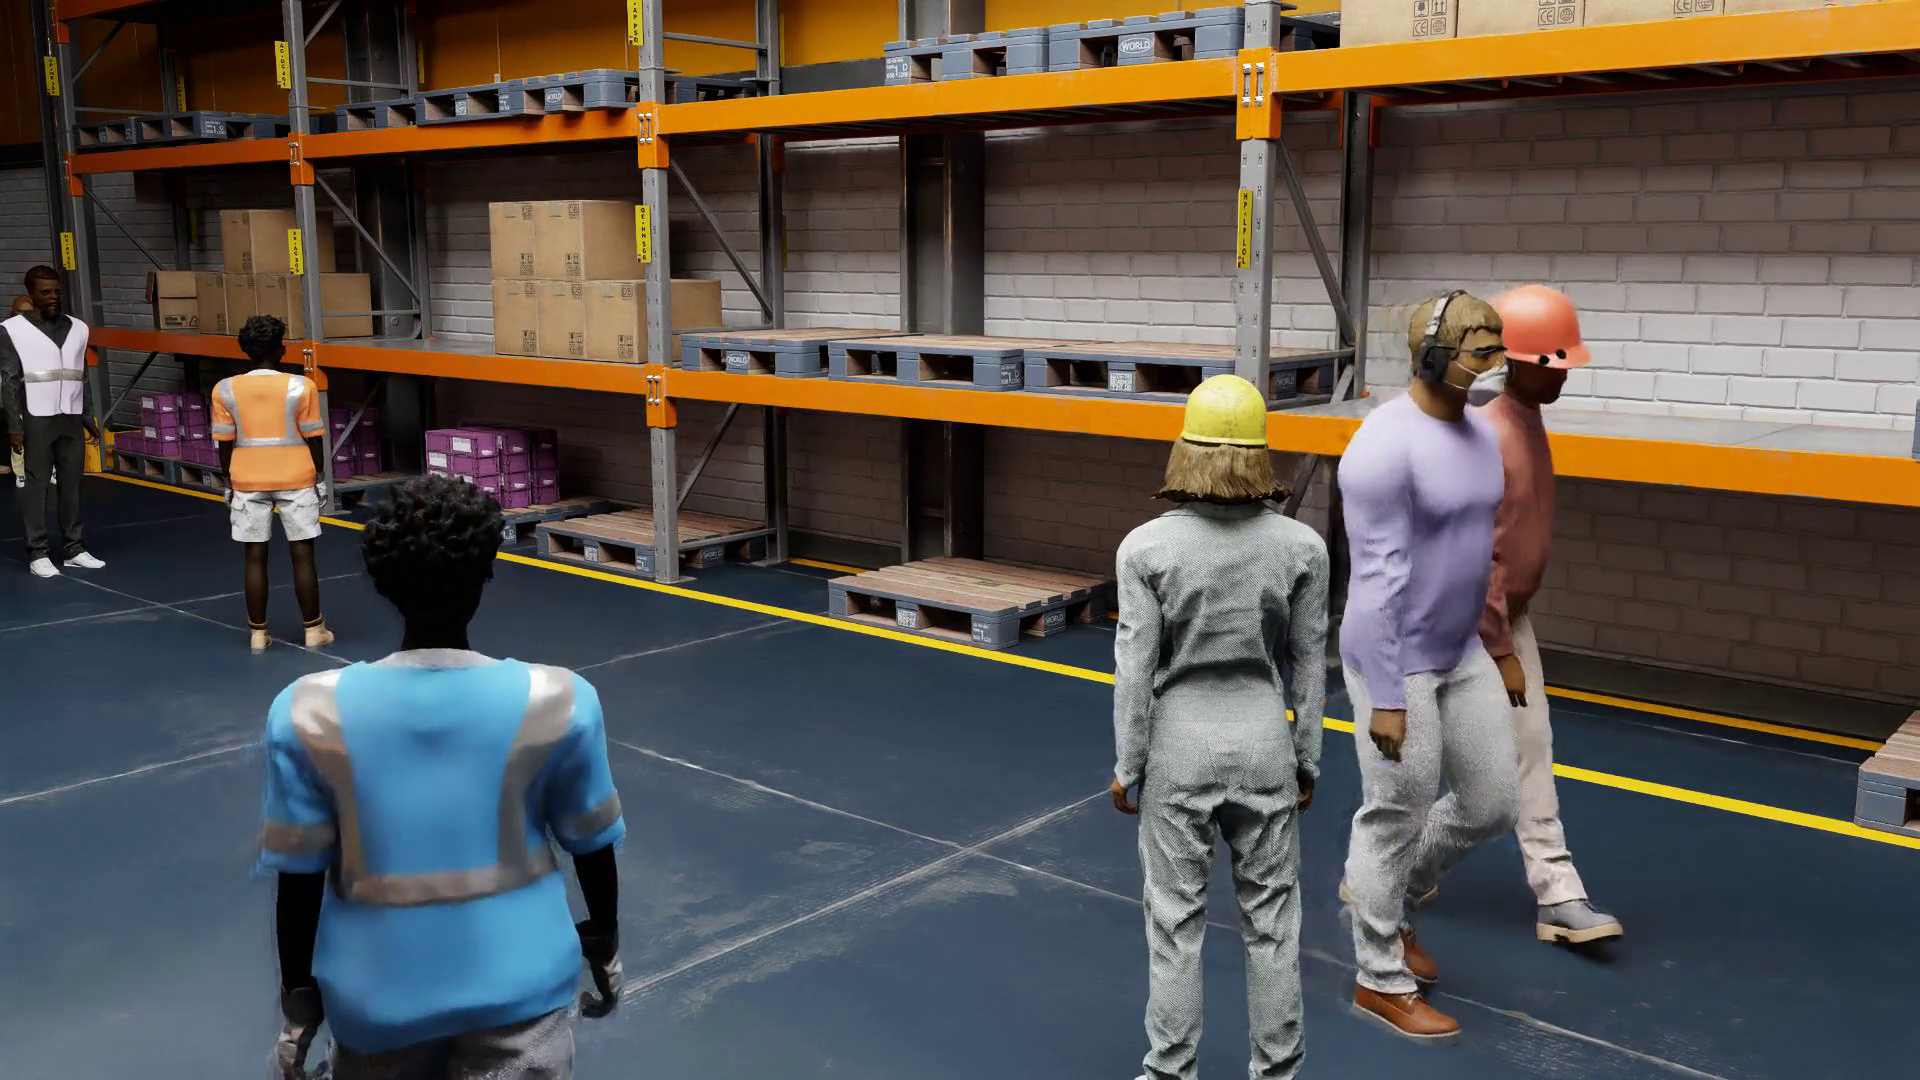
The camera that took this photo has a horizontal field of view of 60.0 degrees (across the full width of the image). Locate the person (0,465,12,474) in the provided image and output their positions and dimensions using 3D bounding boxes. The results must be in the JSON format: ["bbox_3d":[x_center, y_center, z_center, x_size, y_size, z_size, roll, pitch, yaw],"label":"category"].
[{"bbox_3d":[-8.689,-1.563,14.679,0.536,2.000,0.683,0,10,0],"label":"person"}]

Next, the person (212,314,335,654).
[{"bbox_3d":[-3.424,-0.271,8.308,0.529,1.694,0.321,-2,10,-9],"label":"person"}]

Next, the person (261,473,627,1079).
[{"bbox_3d":[-0.831,0.714,2.796,0.550,1.655,0.831,-2,10,-9],"label":"person"}]

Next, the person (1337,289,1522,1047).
[{"bbox_3d":[1.189,0.334,4.229,0.629,1.927,0.434,-9,13,-41],"label":"person"}]

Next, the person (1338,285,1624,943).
[{"bbox_3d":[1.535,0.228,4.844,0.863,1.923,0.644,9,13,41],"label":"person"}]

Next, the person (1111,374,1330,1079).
[{"bbox_3d":[0.583,0.497,3.800,0.492,1.742,0.324,-1,10,-5],"label":"person"}]

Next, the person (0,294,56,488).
[{"bbox_3d":[-7.904,-1.268,14.157,0.279,1.633,0.499,9,13,41],"label":"person"}]

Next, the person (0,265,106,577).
[{"bbox_3d":[-5.660,-0.741,10.351,0.371,1.916,0.597,5,11,25],"label":"person"}]
